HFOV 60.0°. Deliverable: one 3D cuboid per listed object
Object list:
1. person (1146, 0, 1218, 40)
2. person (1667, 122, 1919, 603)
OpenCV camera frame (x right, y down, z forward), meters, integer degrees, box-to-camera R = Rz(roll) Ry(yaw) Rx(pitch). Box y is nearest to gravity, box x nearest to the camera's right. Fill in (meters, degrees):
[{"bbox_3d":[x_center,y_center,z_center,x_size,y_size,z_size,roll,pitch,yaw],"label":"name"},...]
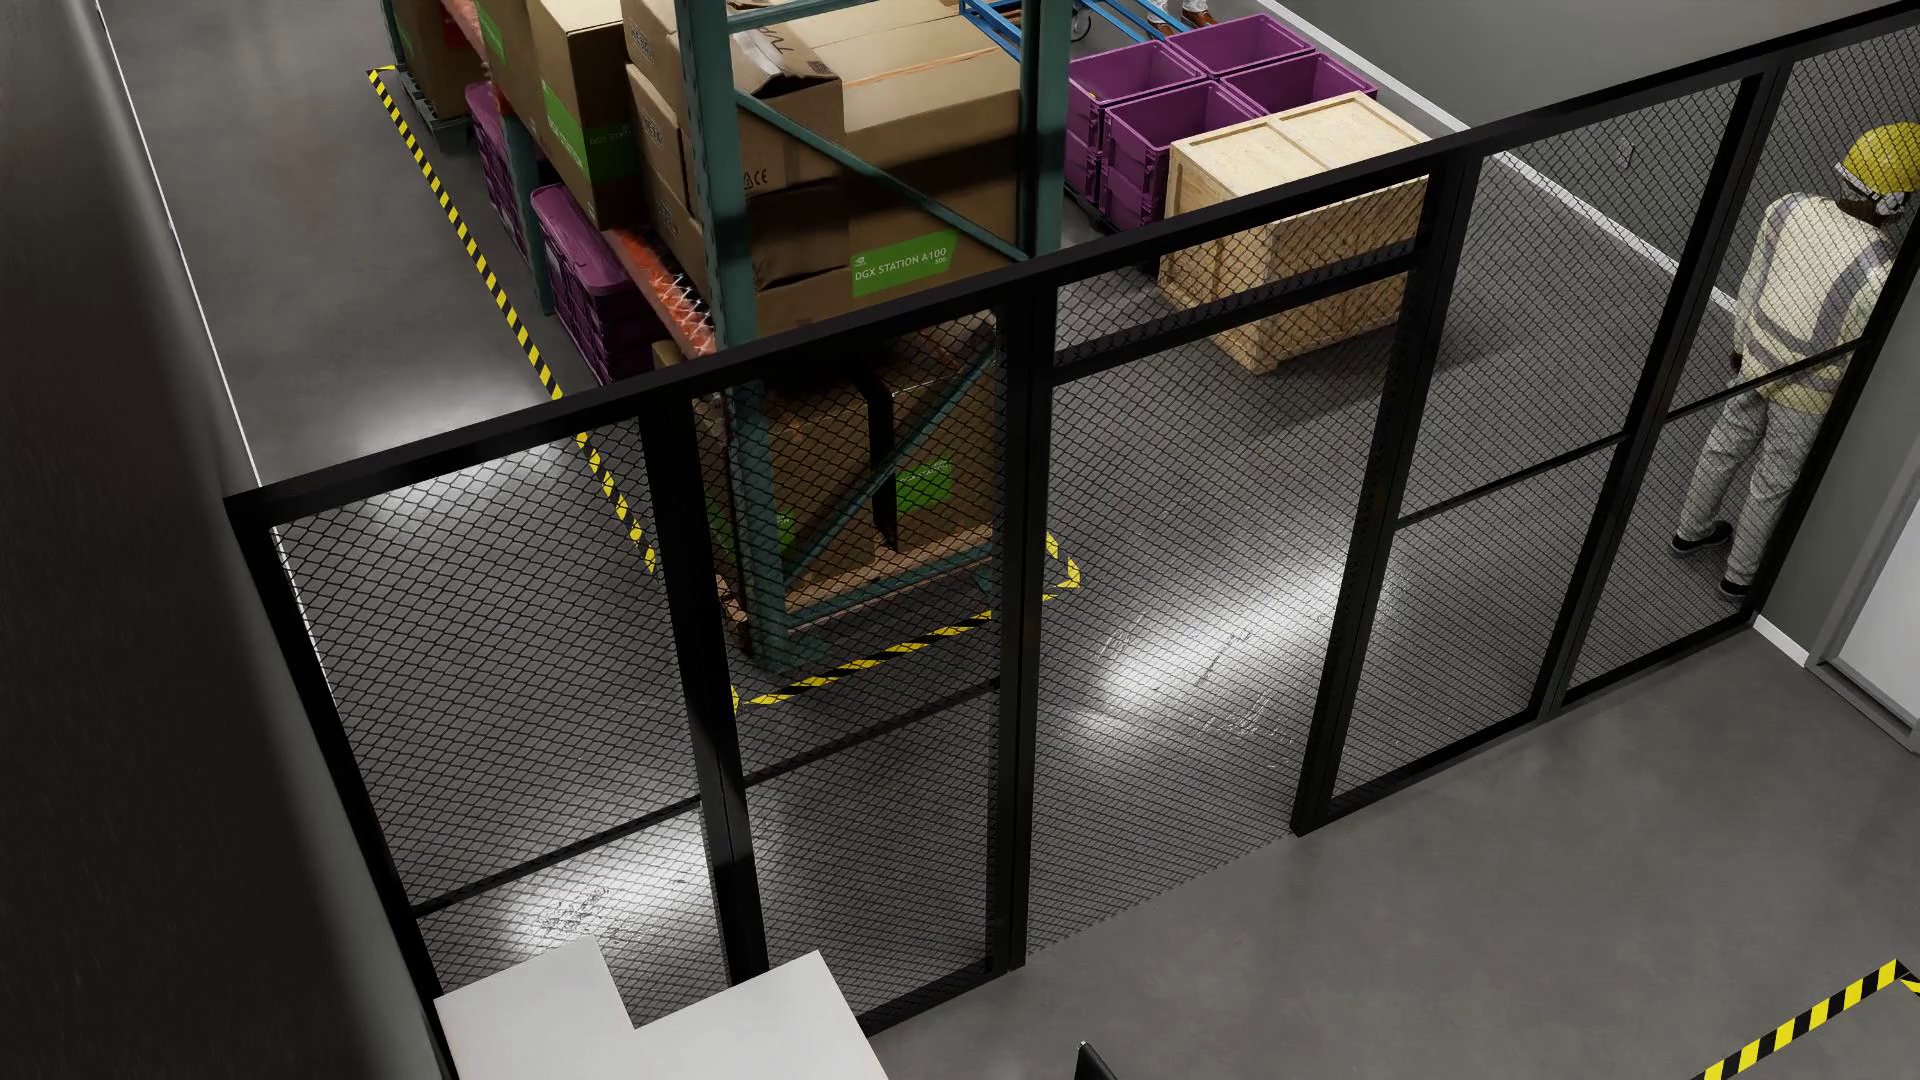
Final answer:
[{"bbox_3d":[1.276,-3.629,8.915,0.629,1.940,0.373,-22,47,-22],"label":"person"},{"bbox_3d":[2.857,-0.576,5.652,0.403,1.834,0.589,-14,44,-15],"label":"person"}]
